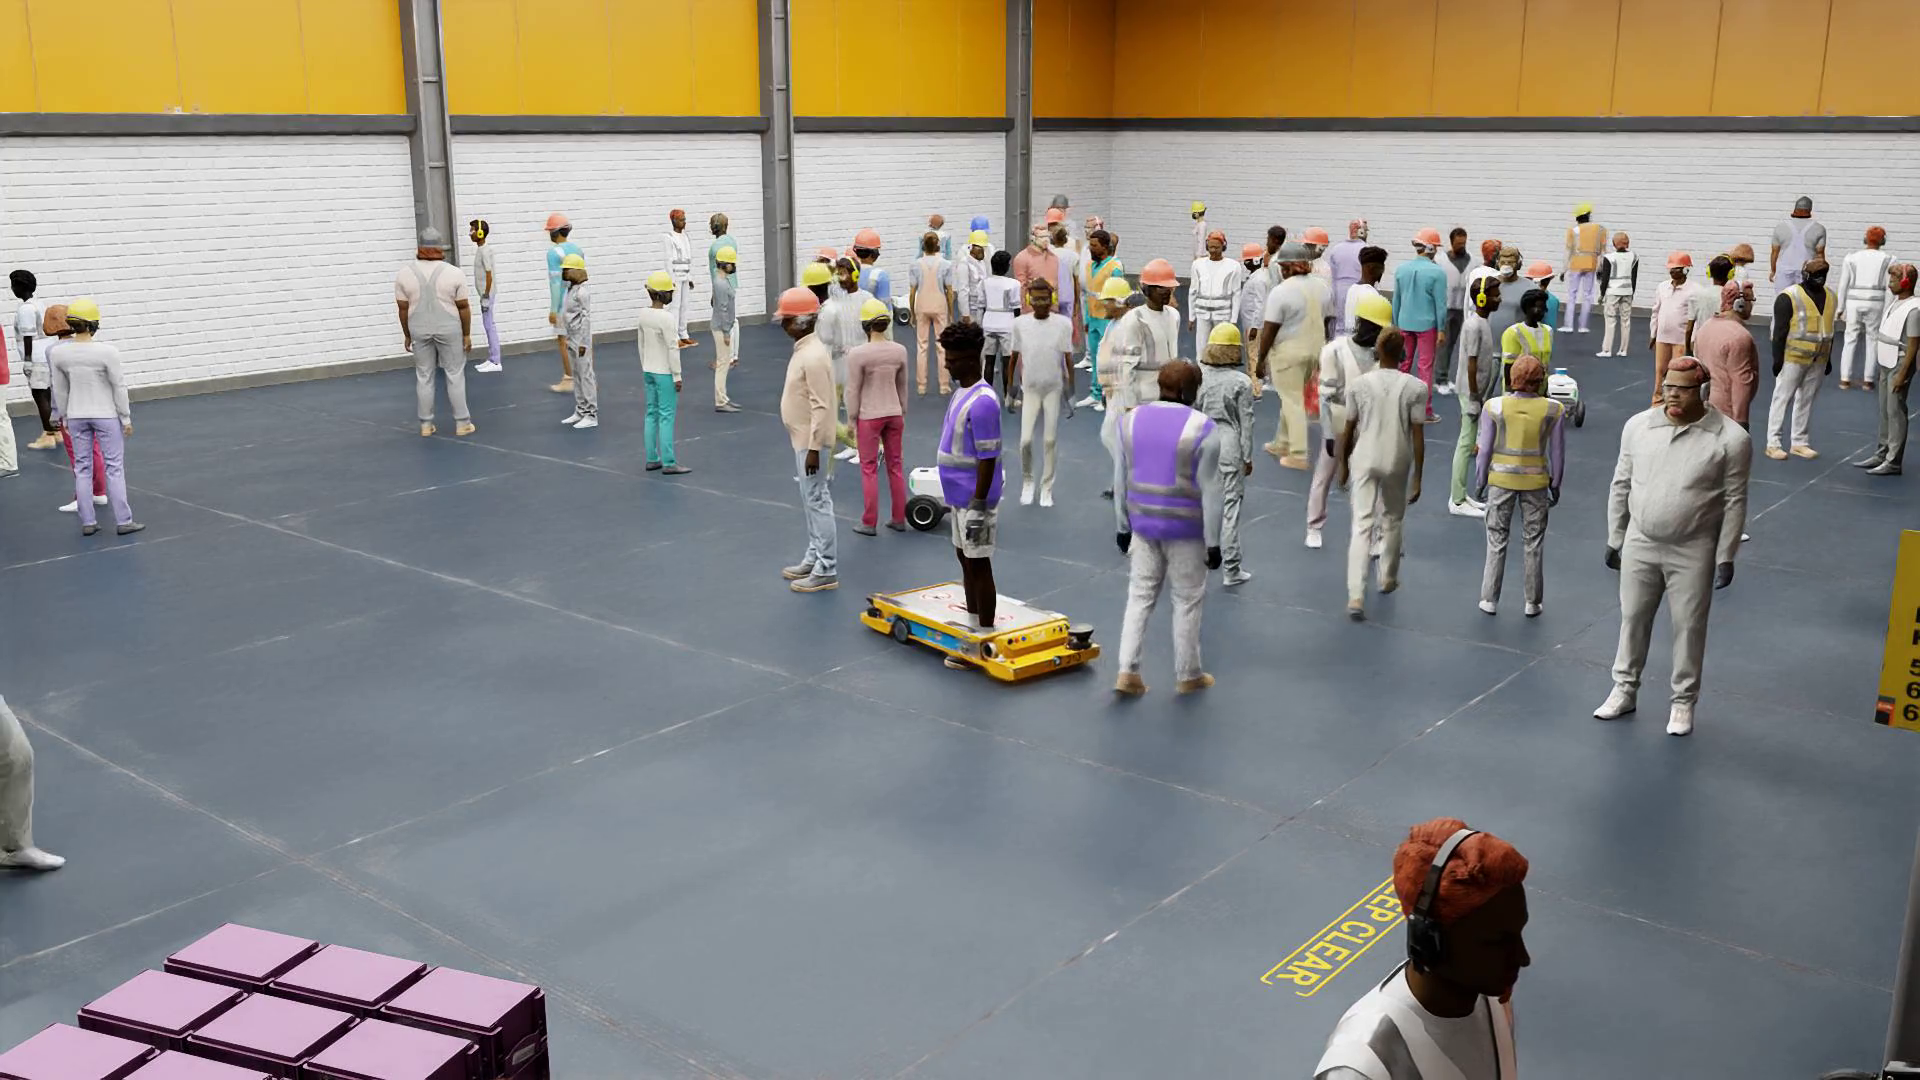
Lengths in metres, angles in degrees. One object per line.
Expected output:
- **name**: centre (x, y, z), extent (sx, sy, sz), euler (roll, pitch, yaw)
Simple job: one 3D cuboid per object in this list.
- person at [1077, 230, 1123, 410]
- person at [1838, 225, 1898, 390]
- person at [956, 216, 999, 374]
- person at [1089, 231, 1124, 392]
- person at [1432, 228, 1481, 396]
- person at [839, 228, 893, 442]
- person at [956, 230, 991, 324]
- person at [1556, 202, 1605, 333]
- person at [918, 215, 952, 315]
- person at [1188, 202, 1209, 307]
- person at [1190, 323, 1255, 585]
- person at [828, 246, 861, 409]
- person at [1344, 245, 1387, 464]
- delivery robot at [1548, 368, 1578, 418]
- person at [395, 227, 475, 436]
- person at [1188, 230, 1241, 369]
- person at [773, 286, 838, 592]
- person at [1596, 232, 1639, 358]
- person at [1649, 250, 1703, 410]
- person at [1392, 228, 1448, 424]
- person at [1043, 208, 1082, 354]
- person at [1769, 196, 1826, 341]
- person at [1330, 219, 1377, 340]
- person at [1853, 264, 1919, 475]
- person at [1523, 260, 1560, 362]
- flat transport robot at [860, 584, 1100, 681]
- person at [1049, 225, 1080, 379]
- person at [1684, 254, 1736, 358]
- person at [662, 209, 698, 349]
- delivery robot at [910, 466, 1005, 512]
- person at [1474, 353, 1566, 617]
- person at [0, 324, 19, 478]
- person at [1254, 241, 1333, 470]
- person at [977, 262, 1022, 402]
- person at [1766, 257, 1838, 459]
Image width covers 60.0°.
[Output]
- **person**: centre (1.537, -2.356, 17.837), extent (0.393, 1.919, 0.590), euler (-7, 16, -26)
- **person**: centre (10.451, -2.678, 19.192), extent (0.584, 1.881, 0.341), euler (10, 17, 34)
- **person**: centre (0.222, -2.969, 20.265), extent (0.618, 1.933, 0.420), euler (-12, 19, -40)
- **person**: centre (1.671, -2.541, 18.723), extent (0.328, 1.844, 0.514), euler (-3, 14, -10)
- **person**: centre (5.597, -2.602, 18.953), extent (0.600, 1.876, 0.685), euler (-4, 15, -16)
- **person**: centre (-0.871, -1.960, 15.994), extent (0.605, 2.048, 0.365), euler (10, 17, 36)
- **person**: centre (0.183, -2.670, 19.277), extent (0.404, 1.827, 0.590), euler (8, 16, 28)
- **person**: centre (9.091, -3.961, 24.293), extent (0.634, 1.900, 0.373), euler (0, 14, -2)
- **person**: centre (-0.400, -4.346, 26.433), extent (0.556, 1.611, 0.499), euler (1, 14, 4)
- **person**: centre (3.951, -4.718, 27.606), extent (0.339, 1.761, 0.524), euler (1, 14, 4)
- **person**: centre (1.732, -0.570, 11.071), extent (0.483, 1.736, 0.311), euler (8, 16, 30)
- **person**: centre (-1.127, -2.273, 17.844), extent (0.572, 1.747, 0.344), euler (4, 15, 15)
- **person**: centre (3.644, -1.663, 14.972), extent (0.367, 1.966, 0.605), euler (-2, 14, -6)
- **delivery robot**: centre (6.153, -1.519, 17.068), extent (0.477, 0.478, 0.707), euler (5, 15, 18)
- **person**: centre (-5.130, -2.046, 16.350), extent (0.689, 2.000, 0.538), euler (-1, 14, -4)
- **person**: centre (2.774, -2.436, 18.228), extent (0.574, 1.884, 0.356), euler (6, 15, 23)
- **person**: centre (-1.003, -0.657, 10.893), extent (0.395, 1.993, 0.614), euler (-3, 14, -11)
- **person**: centre (8.616, -3.203, 21.790), extent (0.512, 1.638, 0.312), euler (-3, 14, -10)
- **person**: centre (7.362, -2.106, 17.172), extent (0.343, 1.749, 0.572), euler (-9, 17, -31)
- **person**: centre (4.703, -2.183, 17.004), extent (0.386, 1.988, 0.612), euler (-13, 19, -41)
- **person**: centre (1.294, -3.385, 21.892), extent (0.628, 1.954, 1.003), euler (11, 18, 37)
- **person**: centre (11.759, -3.808, 23.392), extent (0.690, 2.000, 0.538), euler (8, 16, 28)
- **person**: centre (4.770, -2.909, 20.076), extent (0.406, 1.907, 0.638), euler (-12, 18, -39)
- **person**: centre (8.169, -1.478, 14.493), extent (0.390, 1.837, 0.564), euler (3, 14, 11)
- **person**: centre (5.477, -1.784, 15.885), extent (0.329, 1.751, 0.566), euler (11, 18, 38)
- **flat transport robot**: centre (0.092, 0.499, 9.767), extent (0.652, 0.197, 1.431), euler (-11, 18, -38)
- **person**: centre (1.184, -2.837, 19.935), extent (0.504, 1.838, 0.356), euler (-2, 14, -10)
- **person**: centre (6.867, -1.665, 15.175), extent (0.514, 1.872, 0.328), euler (11, 18, 37)
- **person**: centre (-3.838, -3.576, 22.786), extent (0.355, 1.883, 0.574), euler (5, 15, 19)
- **delivery robot**: centre (-0.016, -0.419, 12.670), extent (0.707, 0.478, 0.477), euler (2, 14, 7)
- **person**: centre (3.459, -0.330, 10.309), extent (0.523, 1.638, 0.310), euler (4, 14, 14)
- **person**: centre (-8.440, -1.408, 14.411), extent (0.354, 1.740, 0.569), euler (-11, 18, -36)
- **person**: centre (2.903, -1.687, 14.916), extent (0.707, 2.000, 0.892), euler (-10, 17, -34)
- **person**: centre (0.425, -2.278, 18.092), extent (0.514, 1.641, 0.307), euler (-4, 15, -16)
- **person**: centre (7.704, -1.652, 15.182), extent (0.634, 1.841, 0.429), euler (-3, 14, -14)
